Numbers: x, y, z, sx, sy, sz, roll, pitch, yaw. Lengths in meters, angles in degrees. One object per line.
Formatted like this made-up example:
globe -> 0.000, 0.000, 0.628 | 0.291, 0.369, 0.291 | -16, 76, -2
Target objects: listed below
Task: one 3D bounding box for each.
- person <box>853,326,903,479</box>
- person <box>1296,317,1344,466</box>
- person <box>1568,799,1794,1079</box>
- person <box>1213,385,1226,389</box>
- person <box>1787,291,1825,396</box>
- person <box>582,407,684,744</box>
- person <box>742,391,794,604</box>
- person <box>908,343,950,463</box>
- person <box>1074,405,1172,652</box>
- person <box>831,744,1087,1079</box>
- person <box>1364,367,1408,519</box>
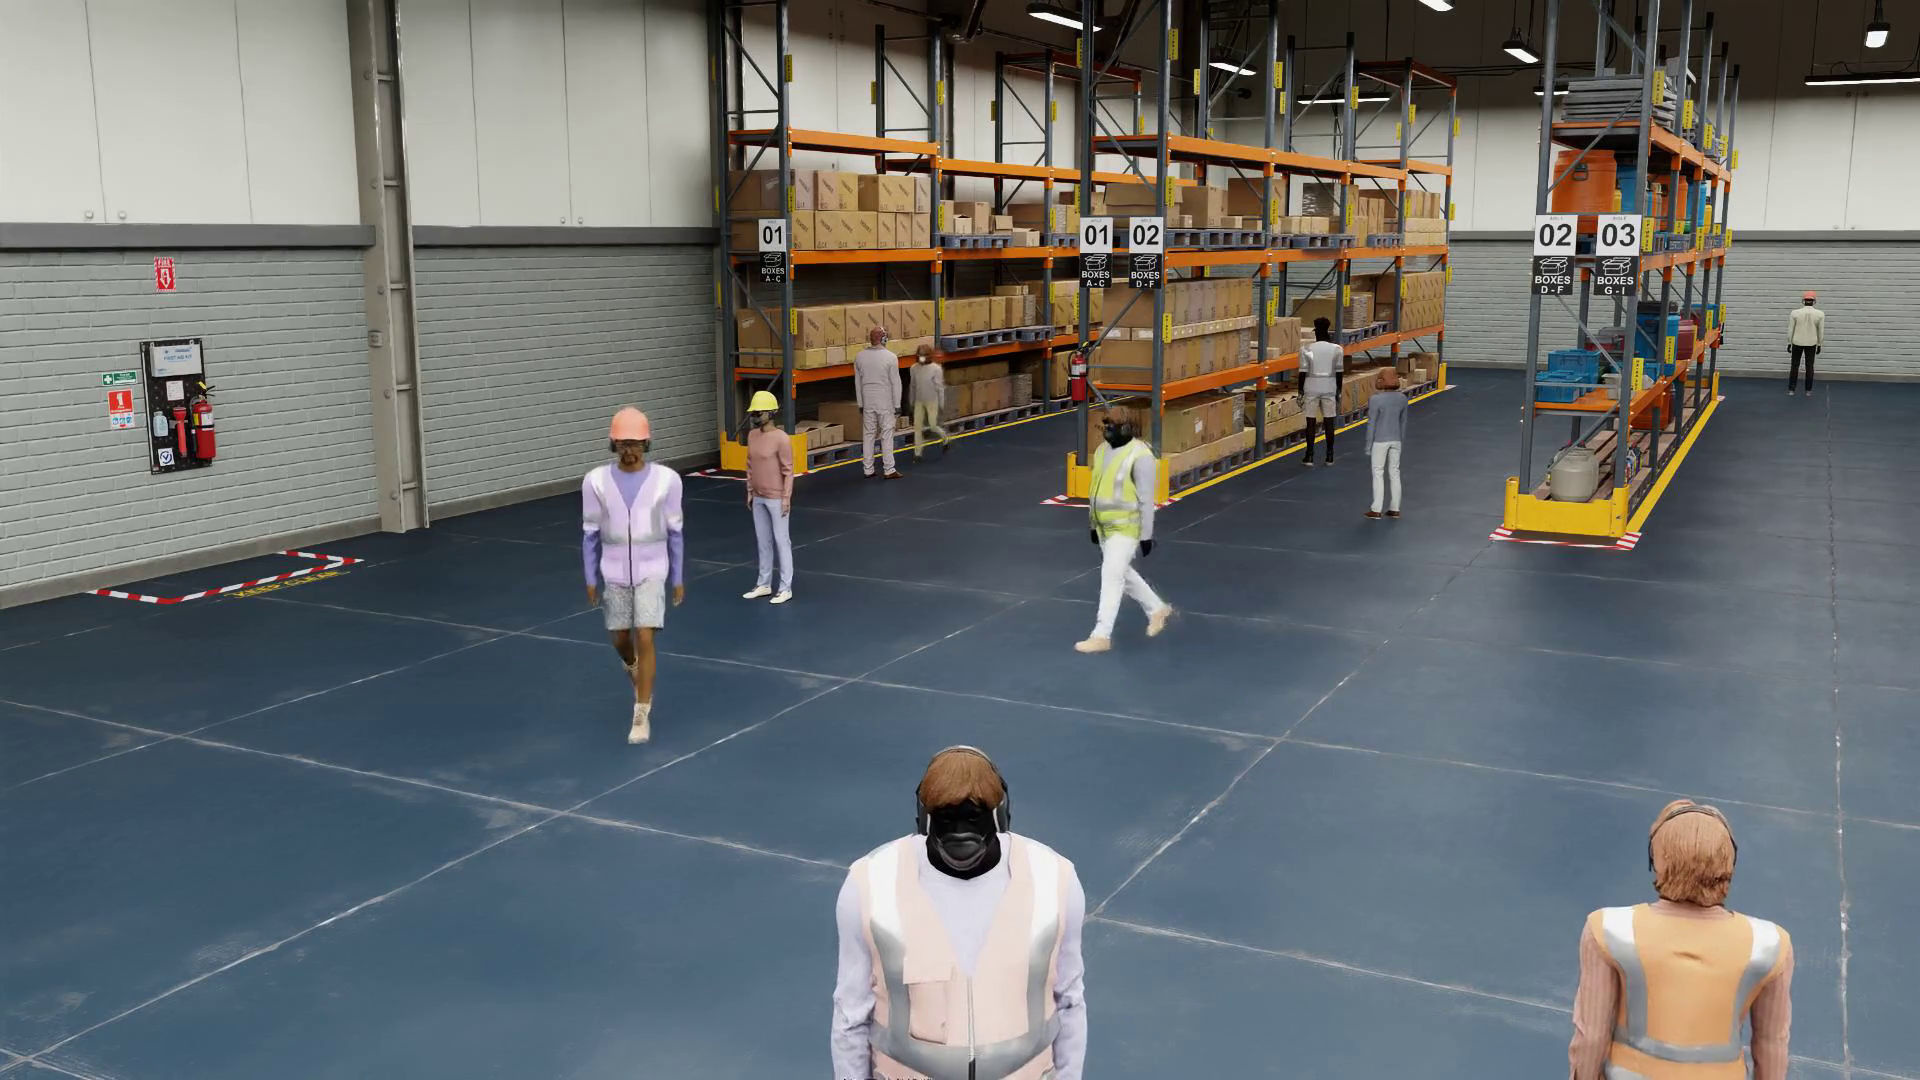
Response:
person -> -0.998, -1.708, 20.769 | 0.643, 1.909, 0.410 | 5, 12, 27
person -> 4.751, -1.960, 21.978 | 0.610, 1.964, 0.366 | 0, 10, -1
person -> 1.801, 1.462, 4.208 | 0.516, 1.640, 0.314 | 2, 11, 13
person -> 3.794, -2.516, 25.343 | 0.586, 1.855, 0.462 | 6, 12, 28
person -> 16.054, -3.735, 31.601 | 0.611, 1.988, 0.402 | 4, 11, 20
person -> -1.993, 0.176, 10.215 | 0.610, 2.021, 0.873 | 0, 10, -2
person -> -1.588, -0.353, 13.760 | 0.526, 1.768, 0.330 | 10, 14, 43
person -> -0.415, -1.856, 22.401 | 0.527, 1.606, 0.644 | 5, 12, 28
person -> 1.236, -0.101, 12.270 | 0.852, 1.819, 0.639 | -5, 12, -27
person -> 0.005, 1.387, 4.070 | 0.630, 1.842, 0.429 | -1, 10, -6
person -> 4.582, -1.039, 17.892 | 0.494, 1.624, 0.280 | -5, 11, -24
